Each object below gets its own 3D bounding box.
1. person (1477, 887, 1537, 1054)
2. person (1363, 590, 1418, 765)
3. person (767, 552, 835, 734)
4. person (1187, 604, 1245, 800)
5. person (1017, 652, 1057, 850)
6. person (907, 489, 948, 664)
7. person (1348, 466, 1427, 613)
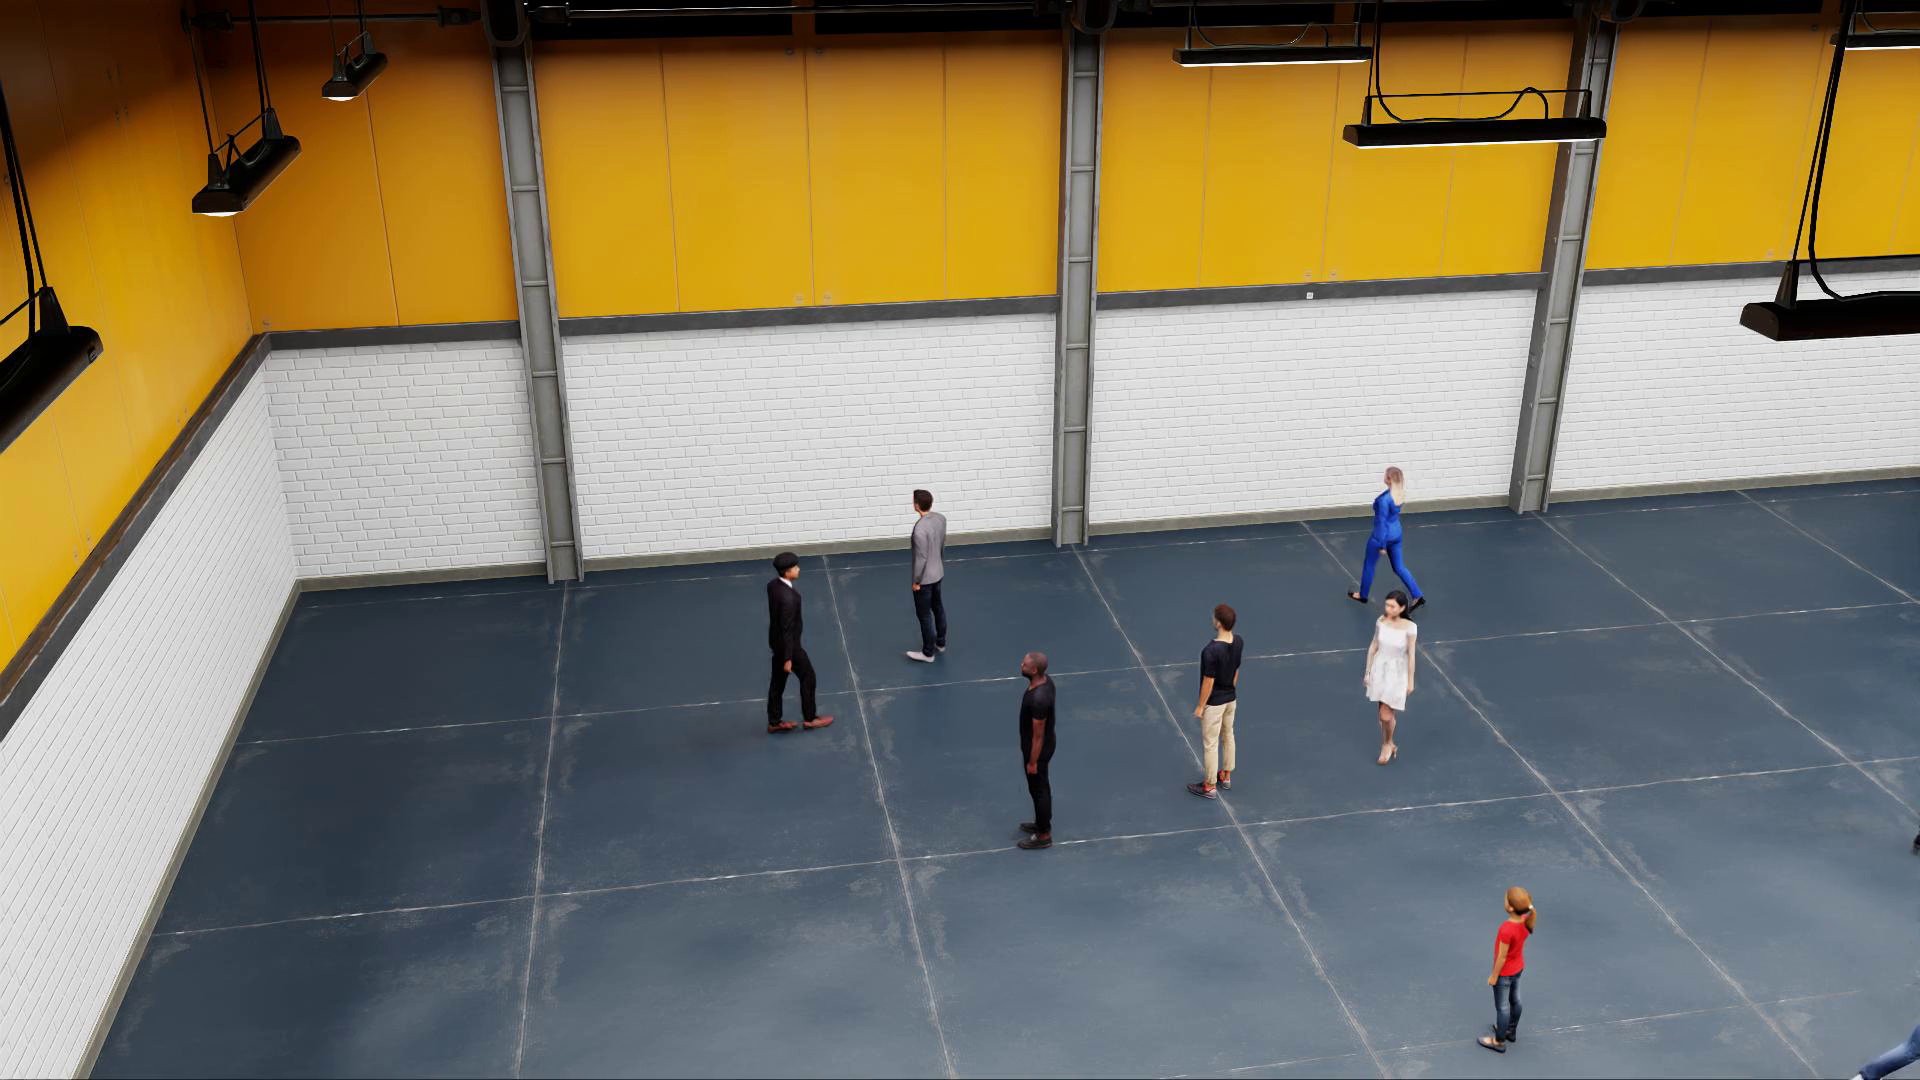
[{"bbox_3d":[3.885,3.026,11.749,0.535,1.310,0.623,-19,30,-37],"label":"person"},{"bbox_3d":[3.987,1.250,15.249,0.788,1.761,0.844,21,31,39],"label":"person"},{"bbox_3d":[-1.736,0.996,15.705,0.943,1.860,0.828,-11,26,-23],"label":"person"},{"bbox_3d":[2.299,1.418,14.745,0.652,1.856,0.766,-20,31,-38],"label":"person"},{"bbox_3d":[0.658,1.757,14.015,0.641,1.818,0.720,2,24,5],"label":"person"},{"bbox_3d":[-0.334,0.352,17.165,0.807,1.871,0.774,13,27,26],"label":"person"},{"bbox_3d":[4.759,0.020,18.175,1.144,1.670,1.106,-22,32,-40],"label":"person"}]
